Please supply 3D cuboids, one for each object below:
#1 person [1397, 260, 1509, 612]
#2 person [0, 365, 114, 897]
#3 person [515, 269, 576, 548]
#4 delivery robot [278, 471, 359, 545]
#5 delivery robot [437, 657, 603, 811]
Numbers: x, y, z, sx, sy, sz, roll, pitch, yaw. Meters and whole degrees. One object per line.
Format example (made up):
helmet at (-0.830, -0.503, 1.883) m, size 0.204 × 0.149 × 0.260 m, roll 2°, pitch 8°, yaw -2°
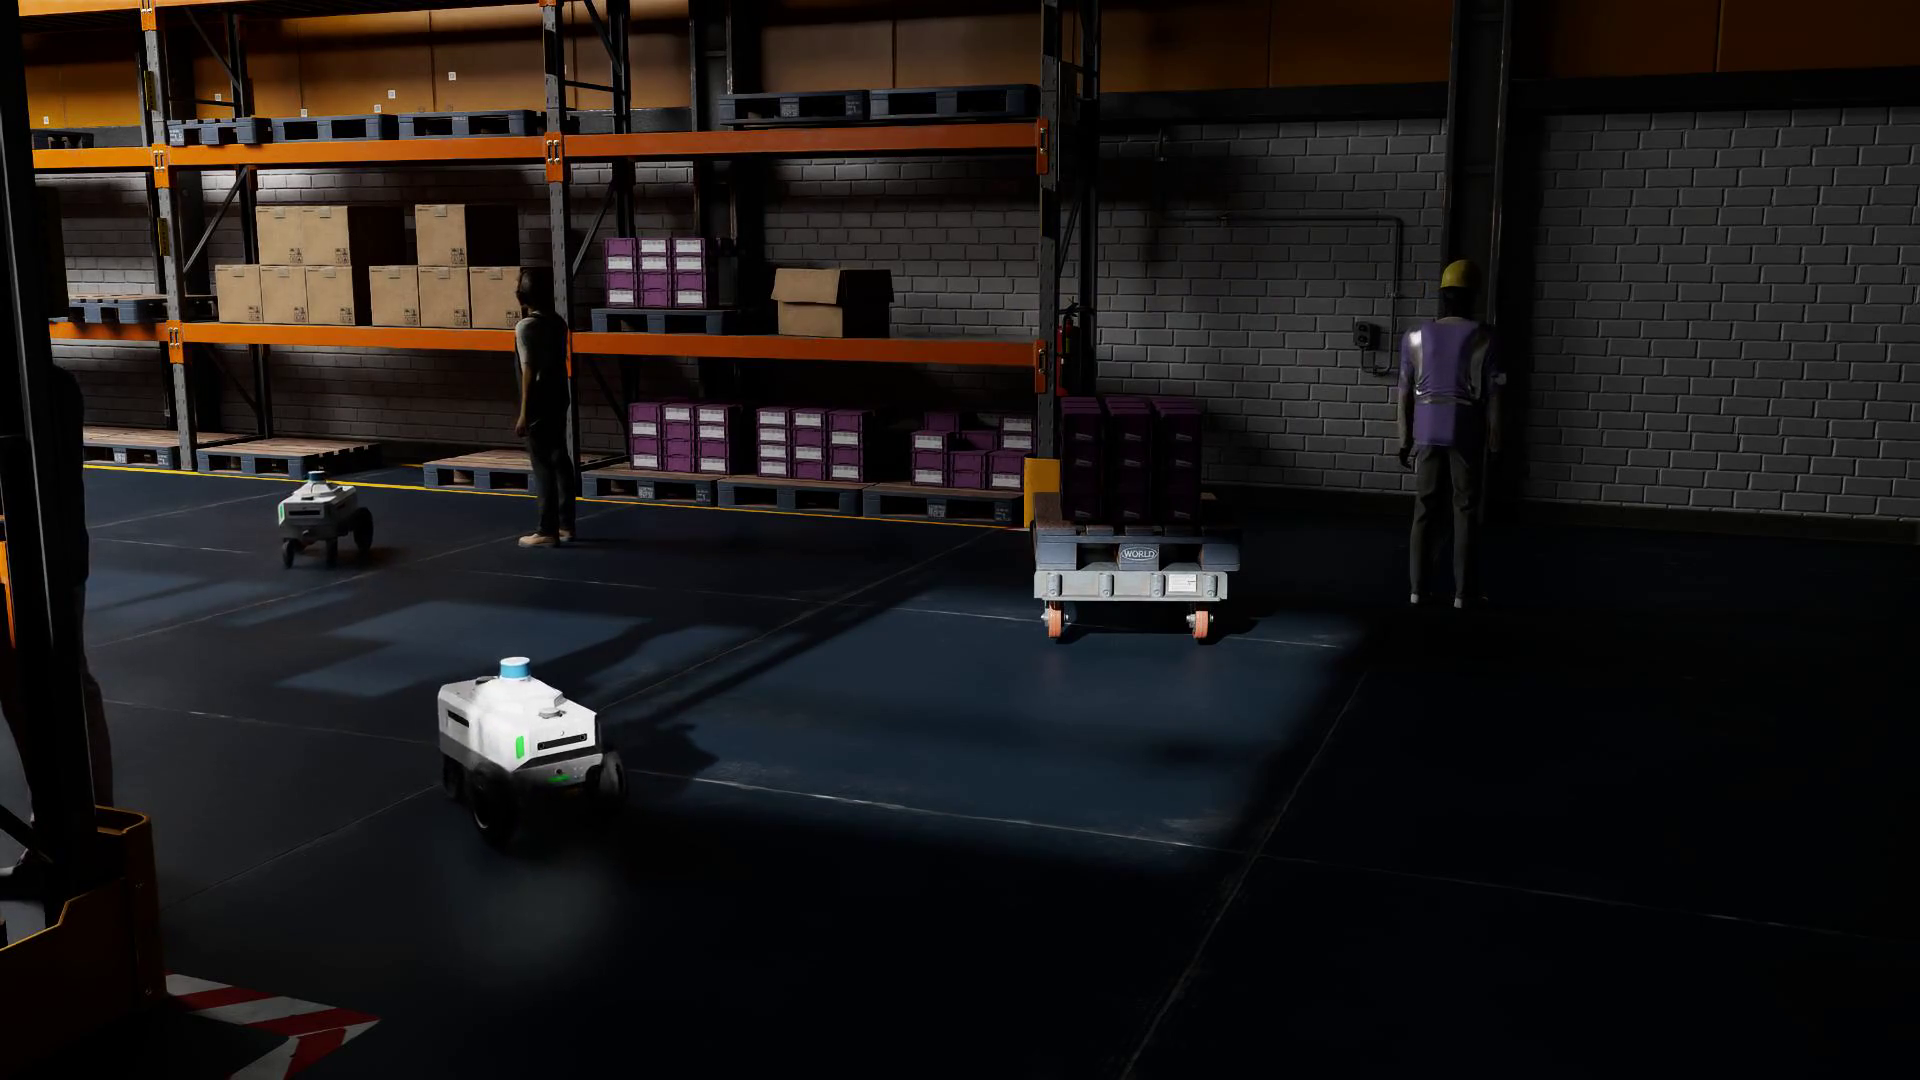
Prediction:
person at (2.711, -0.570, 9.161) m, size 0.594 × 1.922 × 0.384 m, roll 7°, pitch 12°, yaw 33°
person at (-2.923, 0.108, 5.187) m, size 0.389 × 1.992 × 0.625 m, roll -1°, pitch 10°, yaw -4°
person at (-2.771, -0.865, 11.032) m, size 0.346 × 1.842 × 0.505 m, roll 3°, pitch 11°, yaw 18°
delivery robot at (-4.103, -0.200, 10.652) m, size 0.477 × 0.478 × 0.707 m, roll -1°, pitch 10°, yaw -6°
delivery robot at (-1.560, 0.656, 5.866) m, size 0.477 × 0.478 × 0.707 m, roll -9°, pitch 13°, yaw -39°
